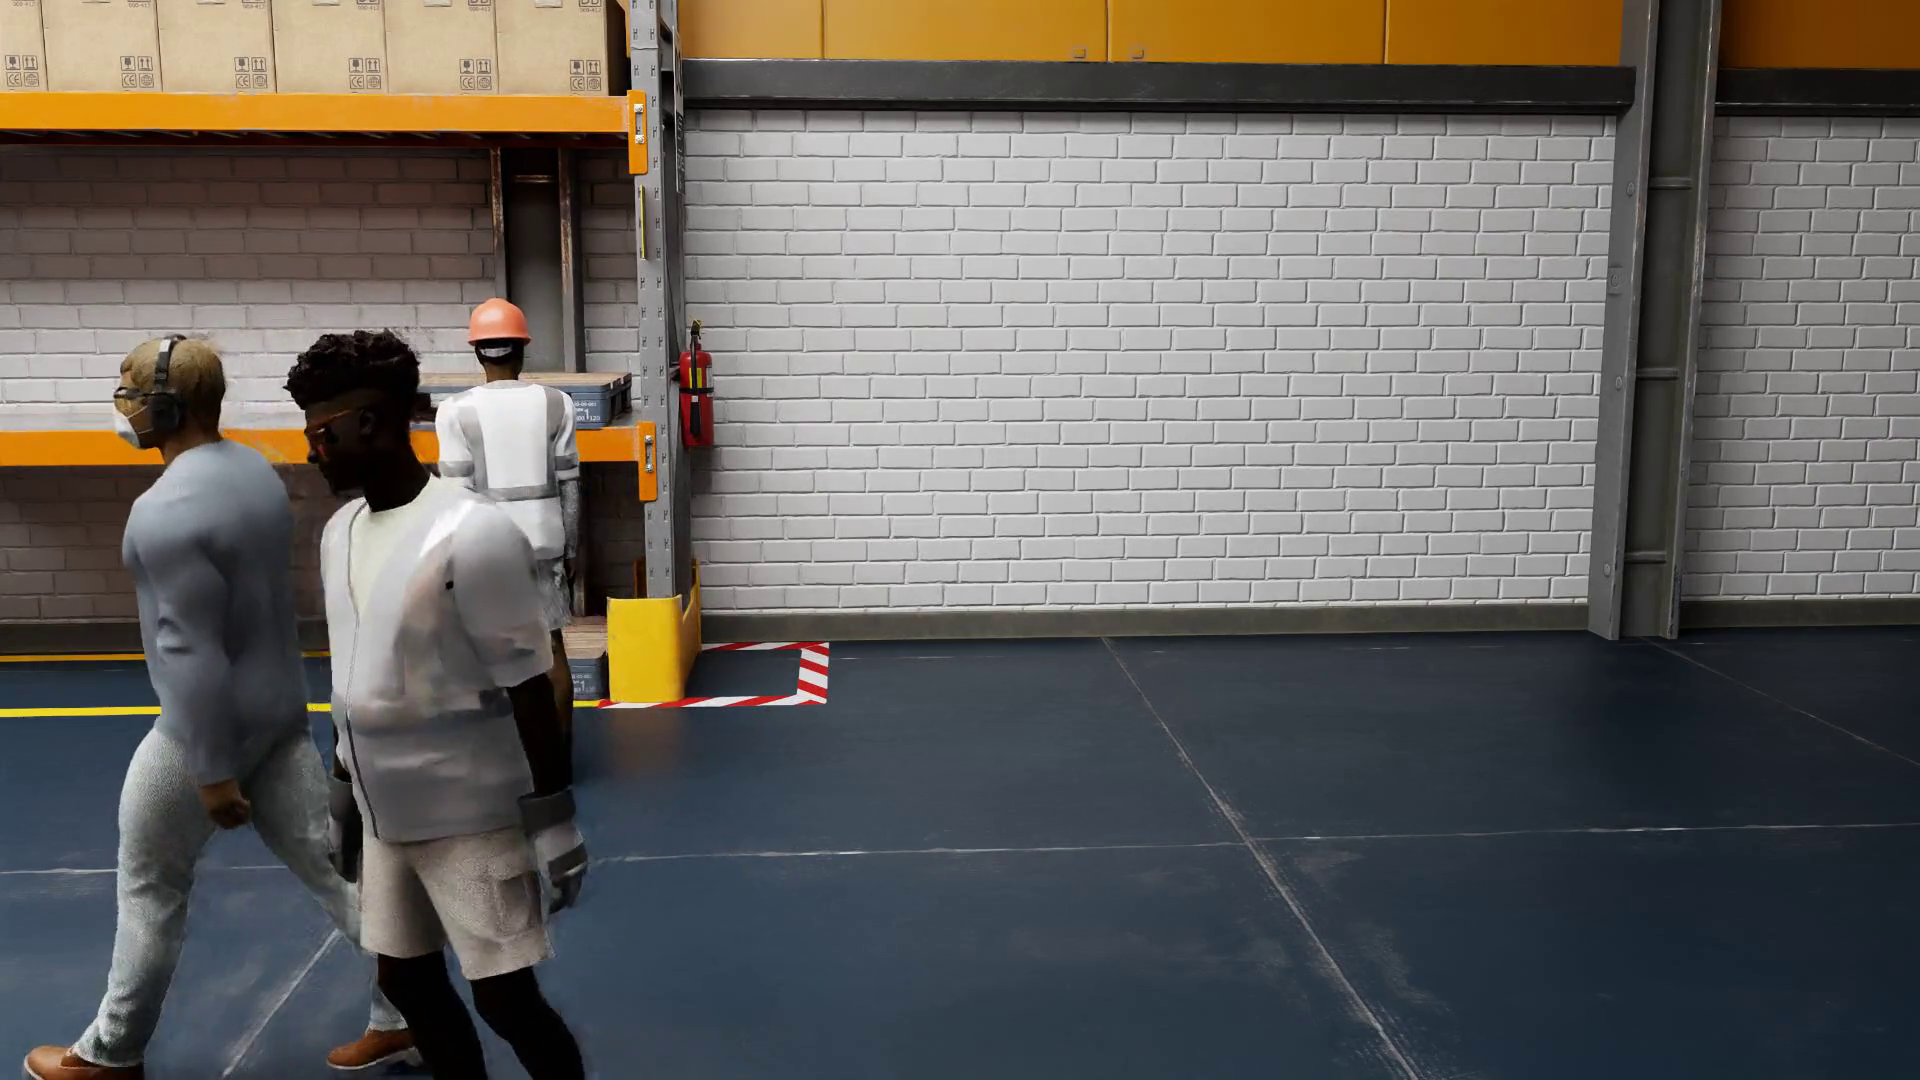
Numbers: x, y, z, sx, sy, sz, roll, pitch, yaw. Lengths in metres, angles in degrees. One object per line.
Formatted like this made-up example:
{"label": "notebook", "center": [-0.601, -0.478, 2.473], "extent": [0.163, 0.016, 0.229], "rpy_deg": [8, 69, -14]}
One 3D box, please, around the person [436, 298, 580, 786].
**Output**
{"label": "person", "center": [-1.754, 0.033, 6.493], "extent": [0.543, 1.932, 0.376], "rpy_deg": [-5, 10, -28]}

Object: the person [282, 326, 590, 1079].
{"label": "person", "center": [-1.002, 0.525, 3.453], "extent": [0.711, 1.924, 0.541], "rpy_deg": [7, 11, 36]}

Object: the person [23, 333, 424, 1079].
{"label": "person", "center": [-1.777, 0.444, 4.060], "extent": [1.026, 1.894, 0.628], "rpy_deg": [1, 9, 4]}
